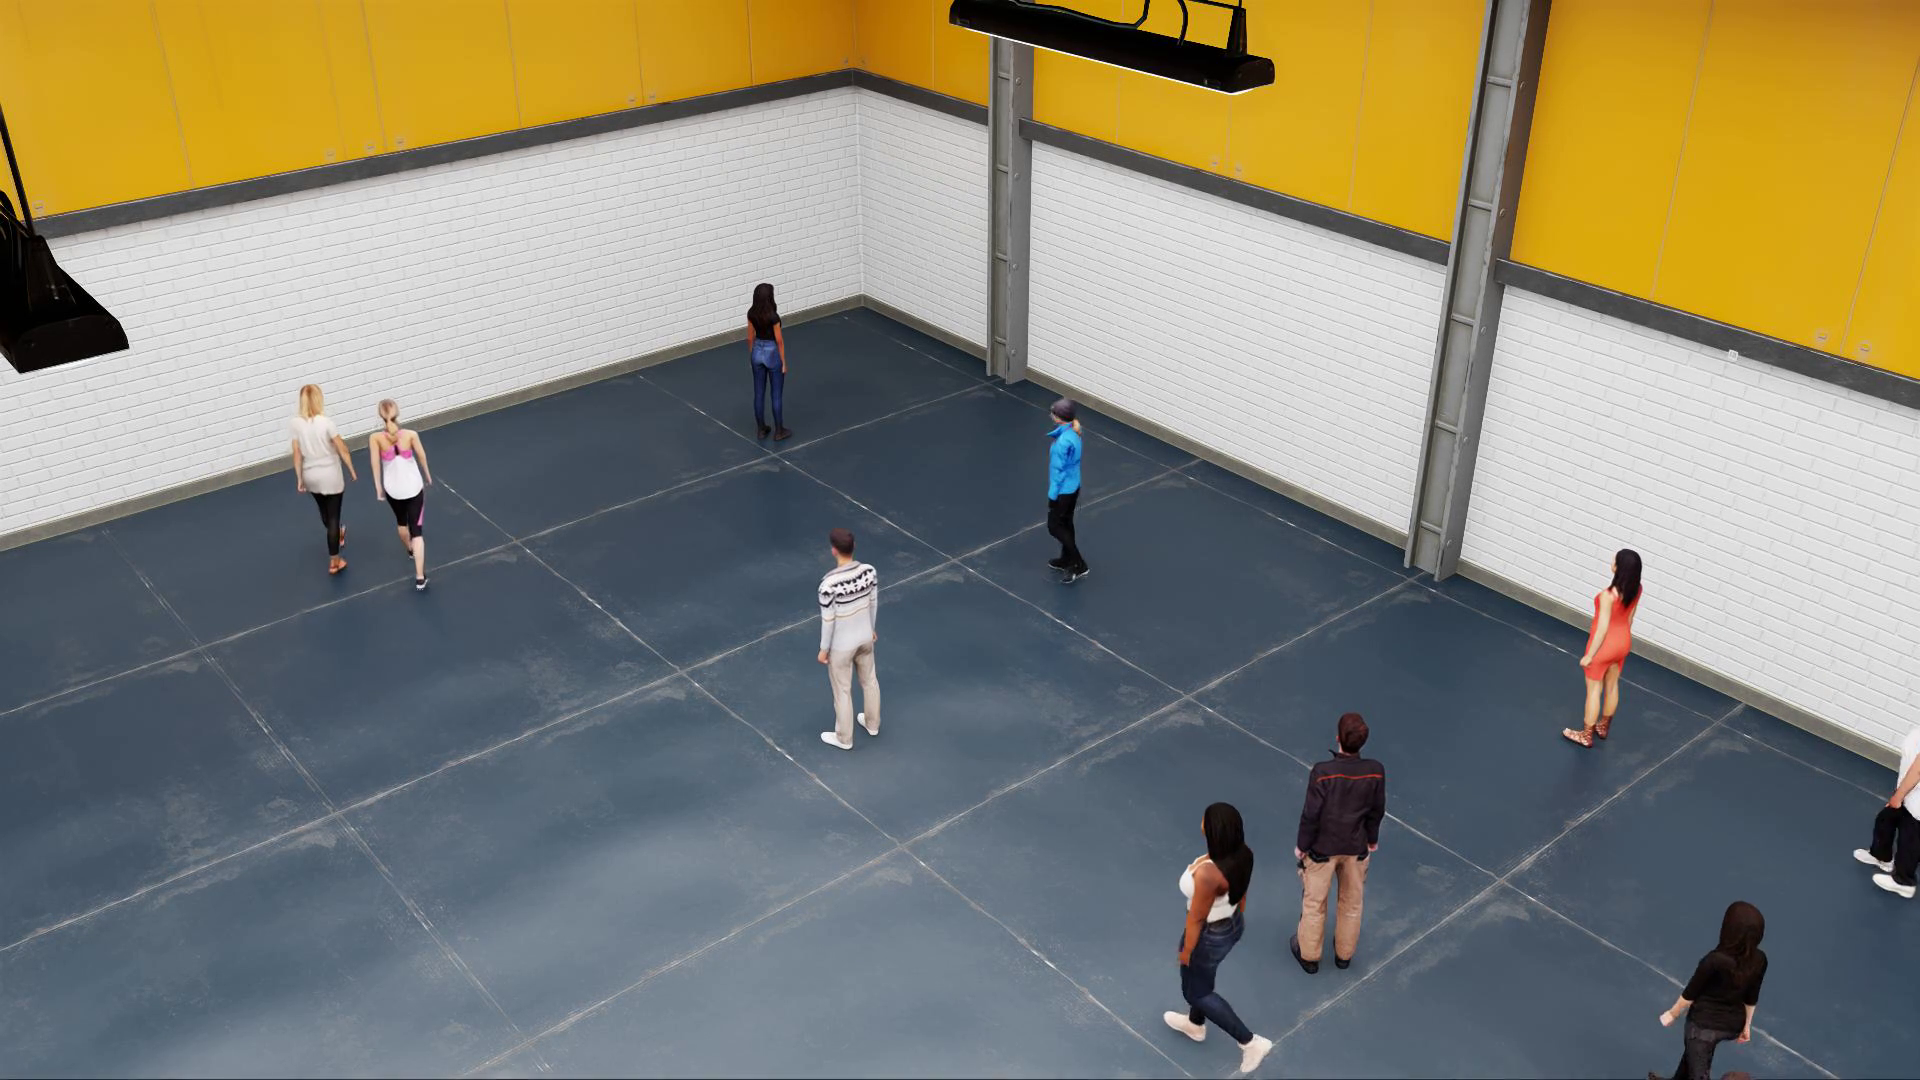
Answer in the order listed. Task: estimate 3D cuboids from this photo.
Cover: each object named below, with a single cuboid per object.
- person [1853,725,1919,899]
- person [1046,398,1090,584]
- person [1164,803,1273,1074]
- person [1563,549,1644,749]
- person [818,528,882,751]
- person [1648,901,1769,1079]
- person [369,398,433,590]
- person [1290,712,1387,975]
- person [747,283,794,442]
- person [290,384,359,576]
[{"bbox_3d":[6.540,1.700,11.197,0.684,1.676,0.727,-24,37,-37],"label":"person"},{"bbox_3d":[0.959,-0.445,15.004,0.822,1.796,0.772,18,34,30],"label":"person"},{"bbox_3d":[1.572,2.378,9.838,1.055,1.787,0.771,21,35,33],"label":"person"},{"bbox_3d":[4.978,0.825,12.756,0.623,1.718,0.577,-15,32,-26],"label":"person"},{"bbox_3d":[-0.841,0.752,12.743,0.677,1.860,0.551,-23,36,-35],"label":"person"},{"bbox_3d":[4.258,2.776,9.292,0.884,1.611,1.151,-8,30,-15],"label":"person"},{"bbox_3d":[-4.993,-0.390,14.962,0.962,1.740,1.196,-7,29,-13],"label":"person"},{"bbox_3d":[2.380,1.925,10.525,0.796,1.925,0.803,-3,29,-6],"label":"person"},{"bbox_3d":[-2.062,-1.904,17.739,0.618,1.738,0.719,11,30,19],"label":"person"},{"bbox_3d":[-5.807,-0.522,15.138,0.983,1.802,1.086,-1,29,-2],"label":"person"}]
